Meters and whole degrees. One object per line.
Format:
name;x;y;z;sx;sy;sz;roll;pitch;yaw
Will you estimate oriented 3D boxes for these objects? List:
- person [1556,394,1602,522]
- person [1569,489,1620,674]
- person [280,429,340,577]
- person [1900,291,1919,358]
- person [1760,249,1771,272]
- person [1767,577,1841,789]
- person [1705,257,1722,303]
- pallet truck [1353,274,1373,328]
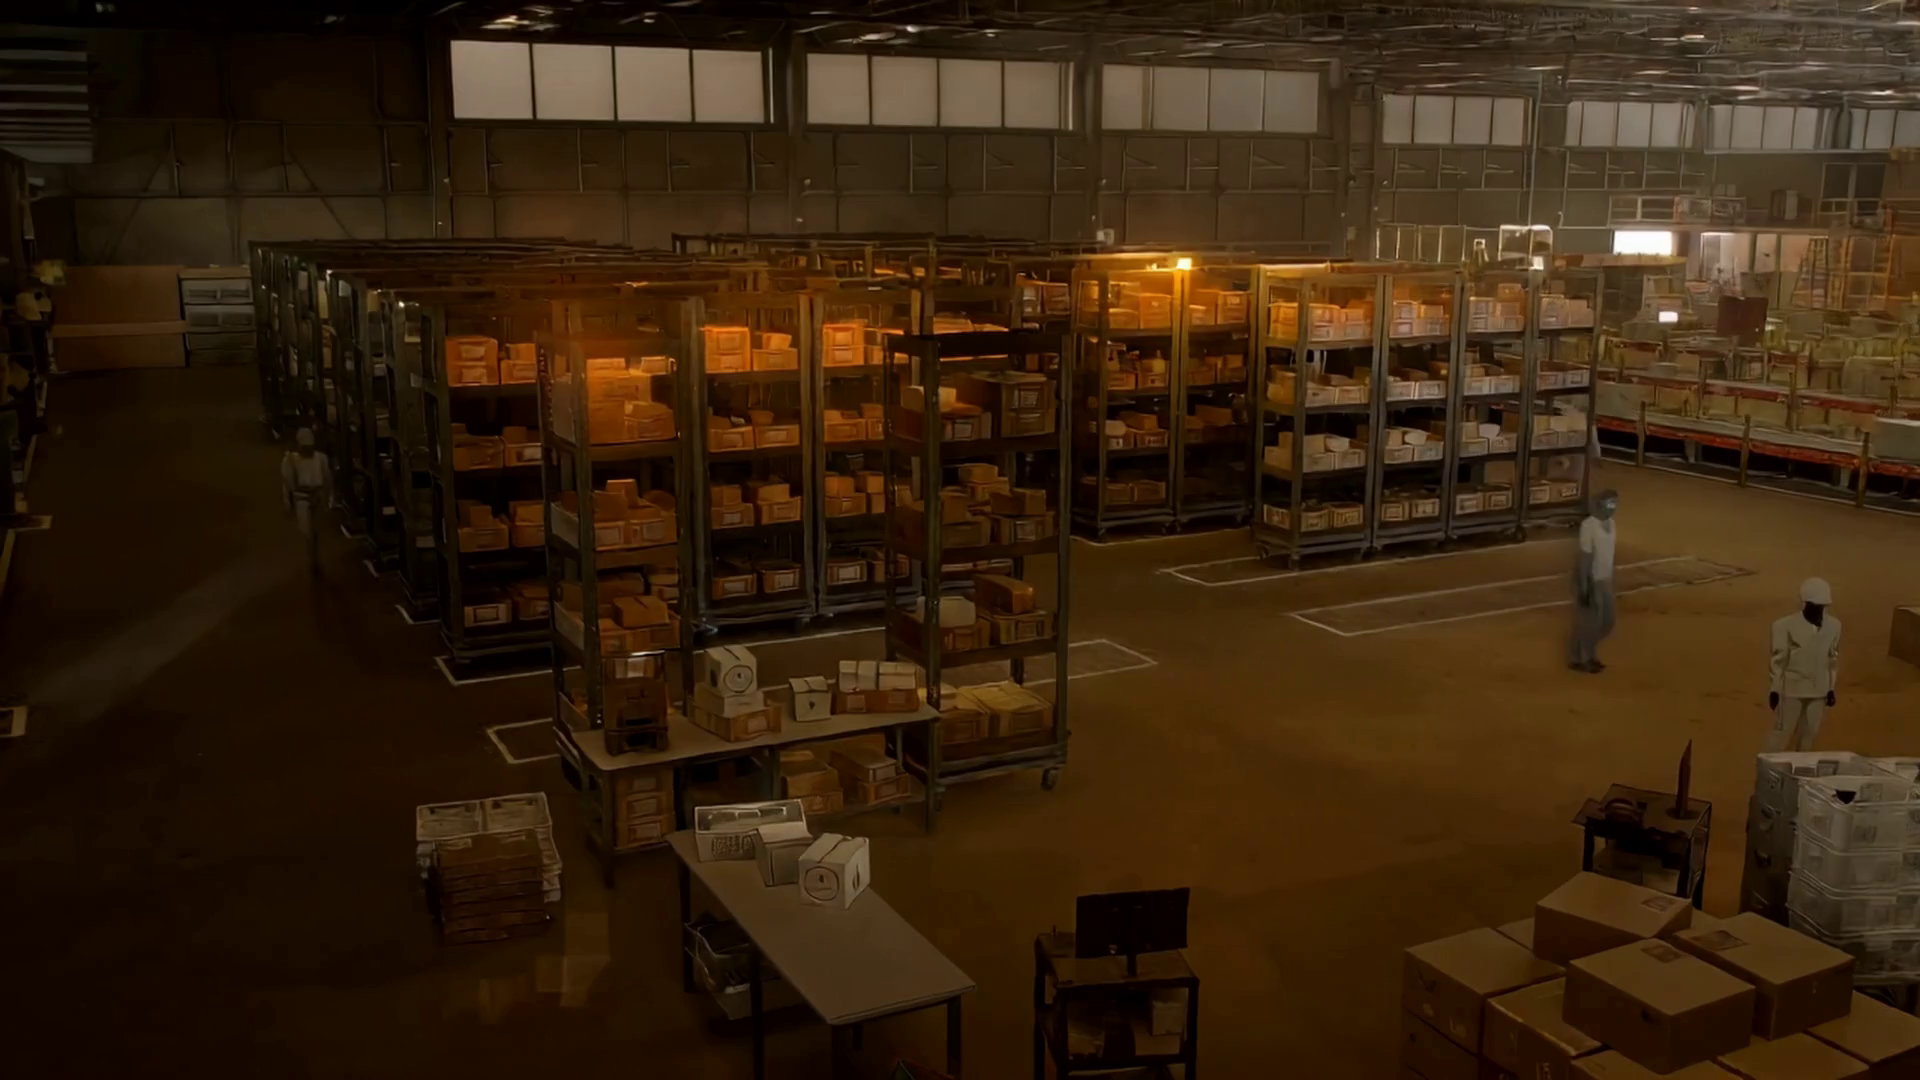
person;8.718;-1.144;23.201;0.671;1.880;0.792;-7;14;-28
person;6.149;0.398;16.120;0.559;1.830;0.453;-11;16;-41
person;-7.878;-0.461;20.219;0.608;1.781;0.928;-9;15;-36
person;25.602;-5.752;44.792;0.509;1.872;0.328;8;15;34
person;35.171;-11.737;72.678;0.381;1.917;0.584;5;13;22
person;6.531;1.135;12.856;0.572;1.749;0.340;-2;12;-10
person;30.259;-10.435;66.784;0.583;1.827;0.989;7;14;31
pallet truck;13.011;-8.050;55.243;0.823;1.965;1.885;-7;14;-28
